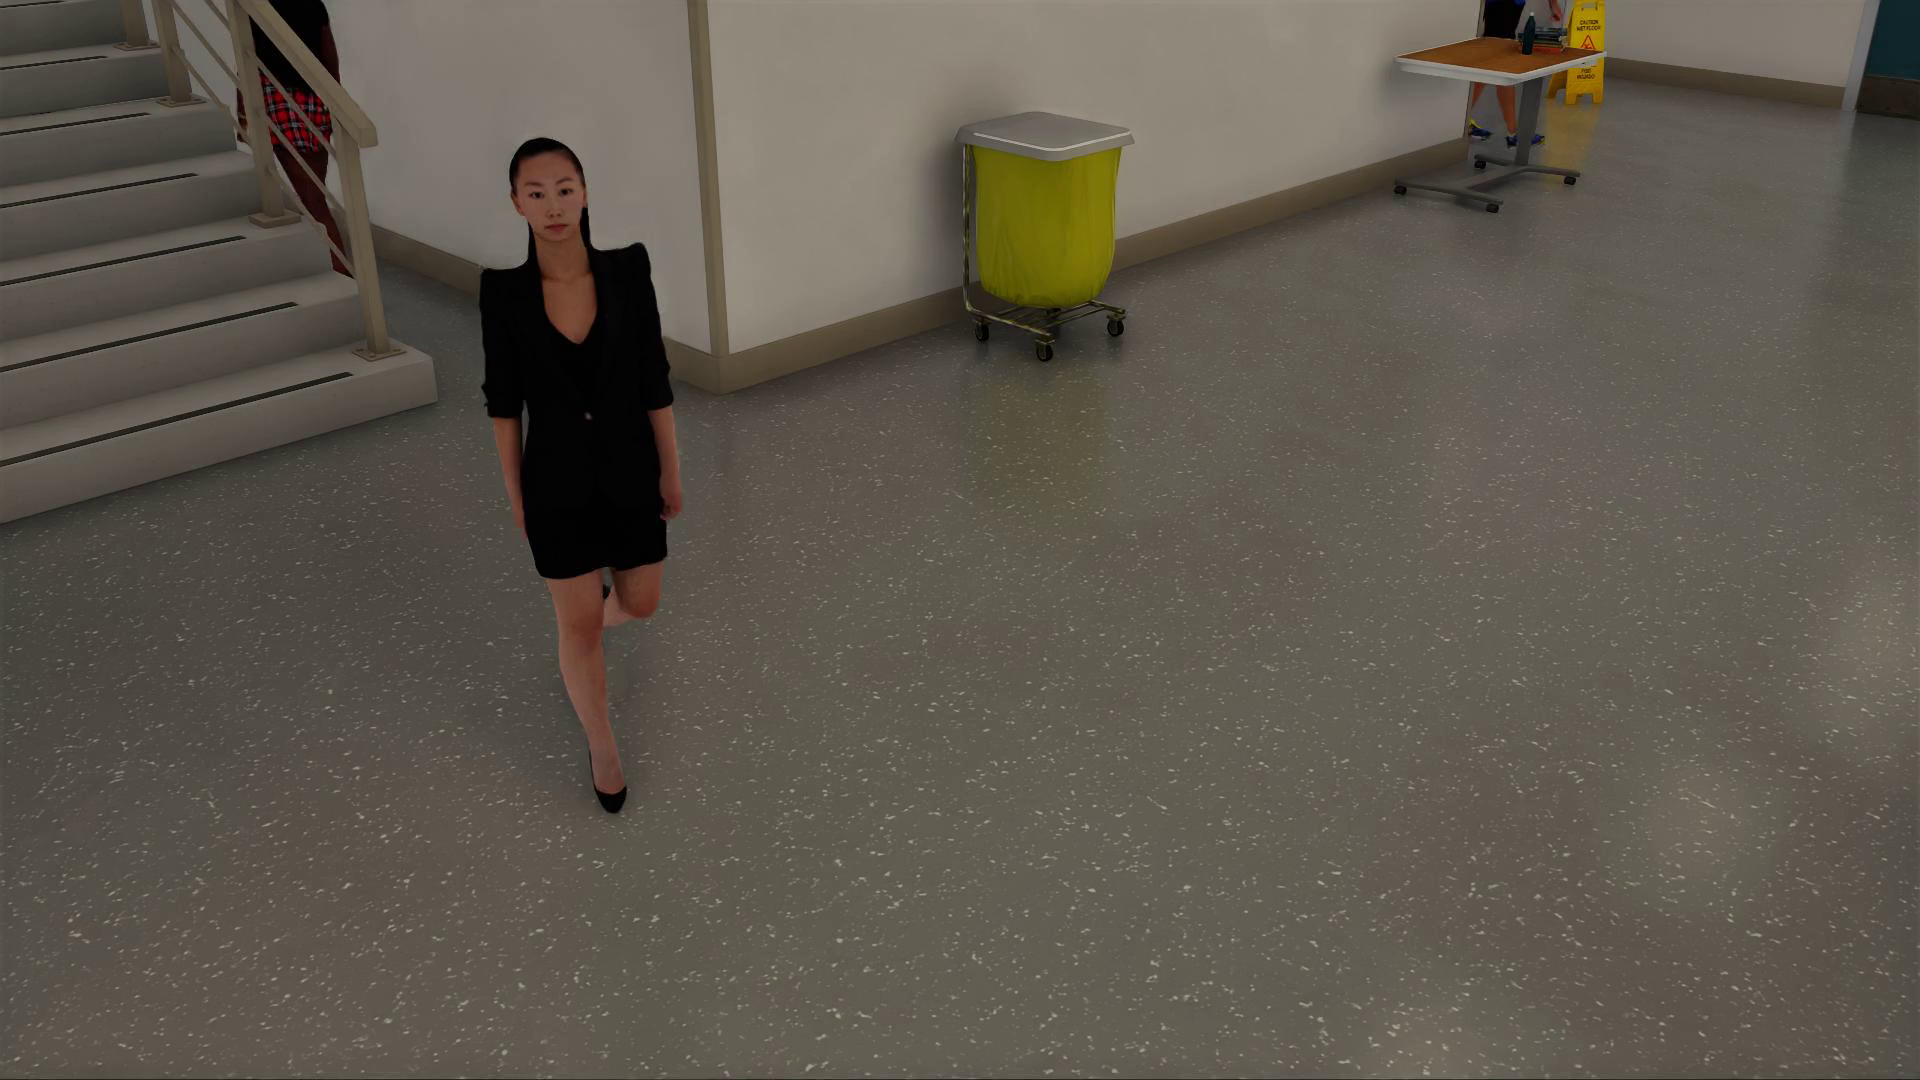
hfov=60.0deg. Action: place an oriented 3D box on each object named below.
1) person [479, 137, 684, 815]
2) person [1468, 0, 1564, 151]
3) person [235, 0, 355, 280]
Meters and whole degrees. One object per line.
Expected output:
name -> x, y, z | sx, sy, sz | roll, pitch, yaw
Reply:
person -> -0.924, -0.155, 4.129 | 0.803, 1.677, 0.975 | -10, 27, -19
person -> 3.490, -3.524, 10.945 | 0.784, 1.824, 1.146 | -17, 30, -31
person -> -3.023, -1.894, 7.728 | 1.140, 1.682, 0.645 | 21, 33, 36
